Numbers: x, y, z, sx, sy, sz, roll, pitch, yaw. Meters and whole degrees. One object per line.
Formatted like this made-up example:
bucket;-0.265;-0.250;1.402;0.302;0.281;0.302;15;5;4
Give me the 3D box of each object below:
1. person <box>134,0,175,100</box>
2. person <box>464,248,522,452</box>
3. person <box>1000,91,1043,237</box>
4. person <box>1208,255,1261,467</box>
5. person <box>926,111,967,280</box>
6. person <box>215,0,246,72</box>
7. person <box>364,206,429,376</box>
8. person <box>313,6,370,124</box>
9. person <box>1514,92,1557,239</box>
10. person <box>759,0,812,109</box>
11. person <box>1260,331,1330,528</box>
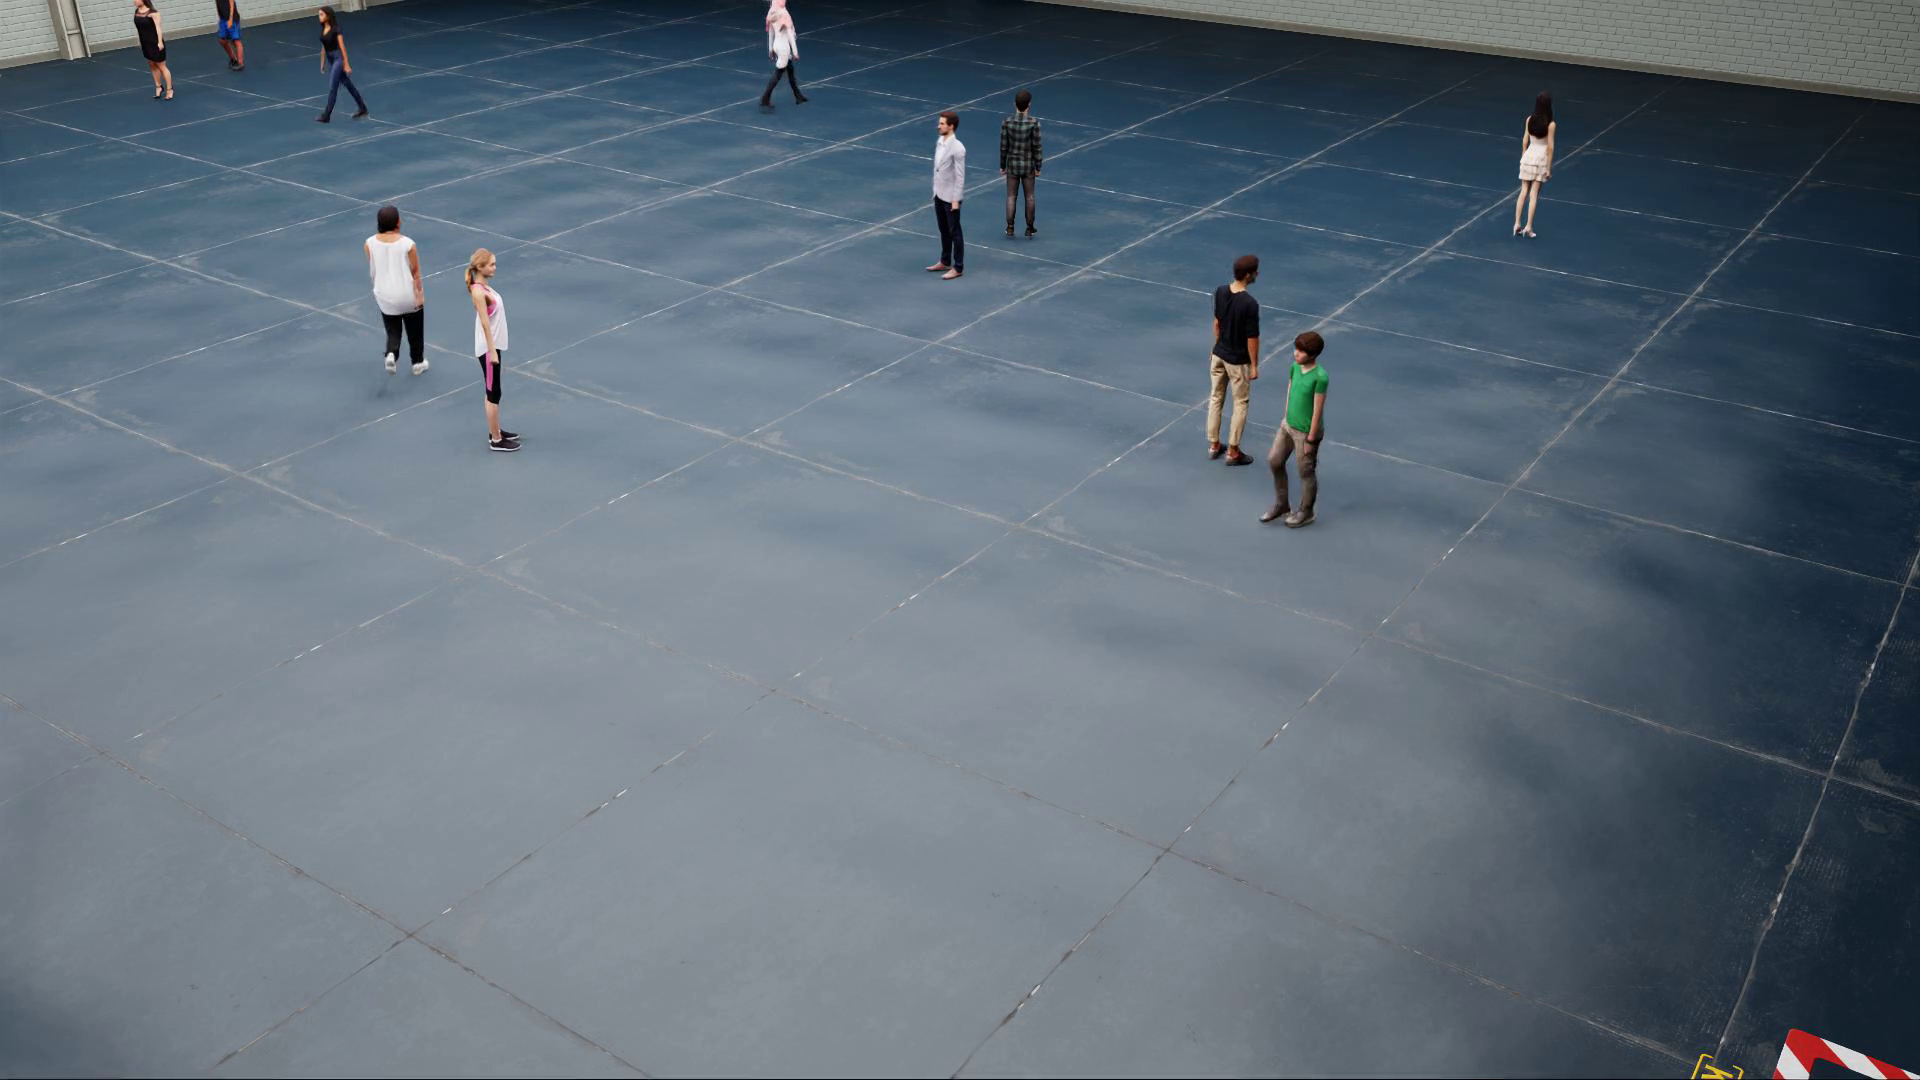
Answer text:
person;-12.956;-7.951;26.700;0.676;1.717;0.632;13;30;24
person;-4.075;-1.648;14.383;0.723;1.787;0.680;-7;28;-13
person;0.715;-4.498;19.855;0.749;1.715;0.687;4;28;8
person;2.310;-1.537;14.103;0.700;1.846;0.615;23;35;37
person;-0.122;-3.887;18.659;0.735;1.853;0.760;-15;31;-27
person;-12.542;-8.994;28.658;0.672;1.779;0.714;9;28;16
person;-5.374;-2.333;15.842;0.856;1.669;0.939;2;27;4
person;-9.401;-7.220;25.321;0.590;1.679;1.166;19;33;32
person;6.904;-4.505;19.987;0.639;1.736;0.642;-18;32;-31
person;-2.841;-7.592;25.960;1.276;1.757;0.873;-22;34;-35
person;2.757;-0.881;13.054;0.817;1.640;0.760;-14;31;-26
